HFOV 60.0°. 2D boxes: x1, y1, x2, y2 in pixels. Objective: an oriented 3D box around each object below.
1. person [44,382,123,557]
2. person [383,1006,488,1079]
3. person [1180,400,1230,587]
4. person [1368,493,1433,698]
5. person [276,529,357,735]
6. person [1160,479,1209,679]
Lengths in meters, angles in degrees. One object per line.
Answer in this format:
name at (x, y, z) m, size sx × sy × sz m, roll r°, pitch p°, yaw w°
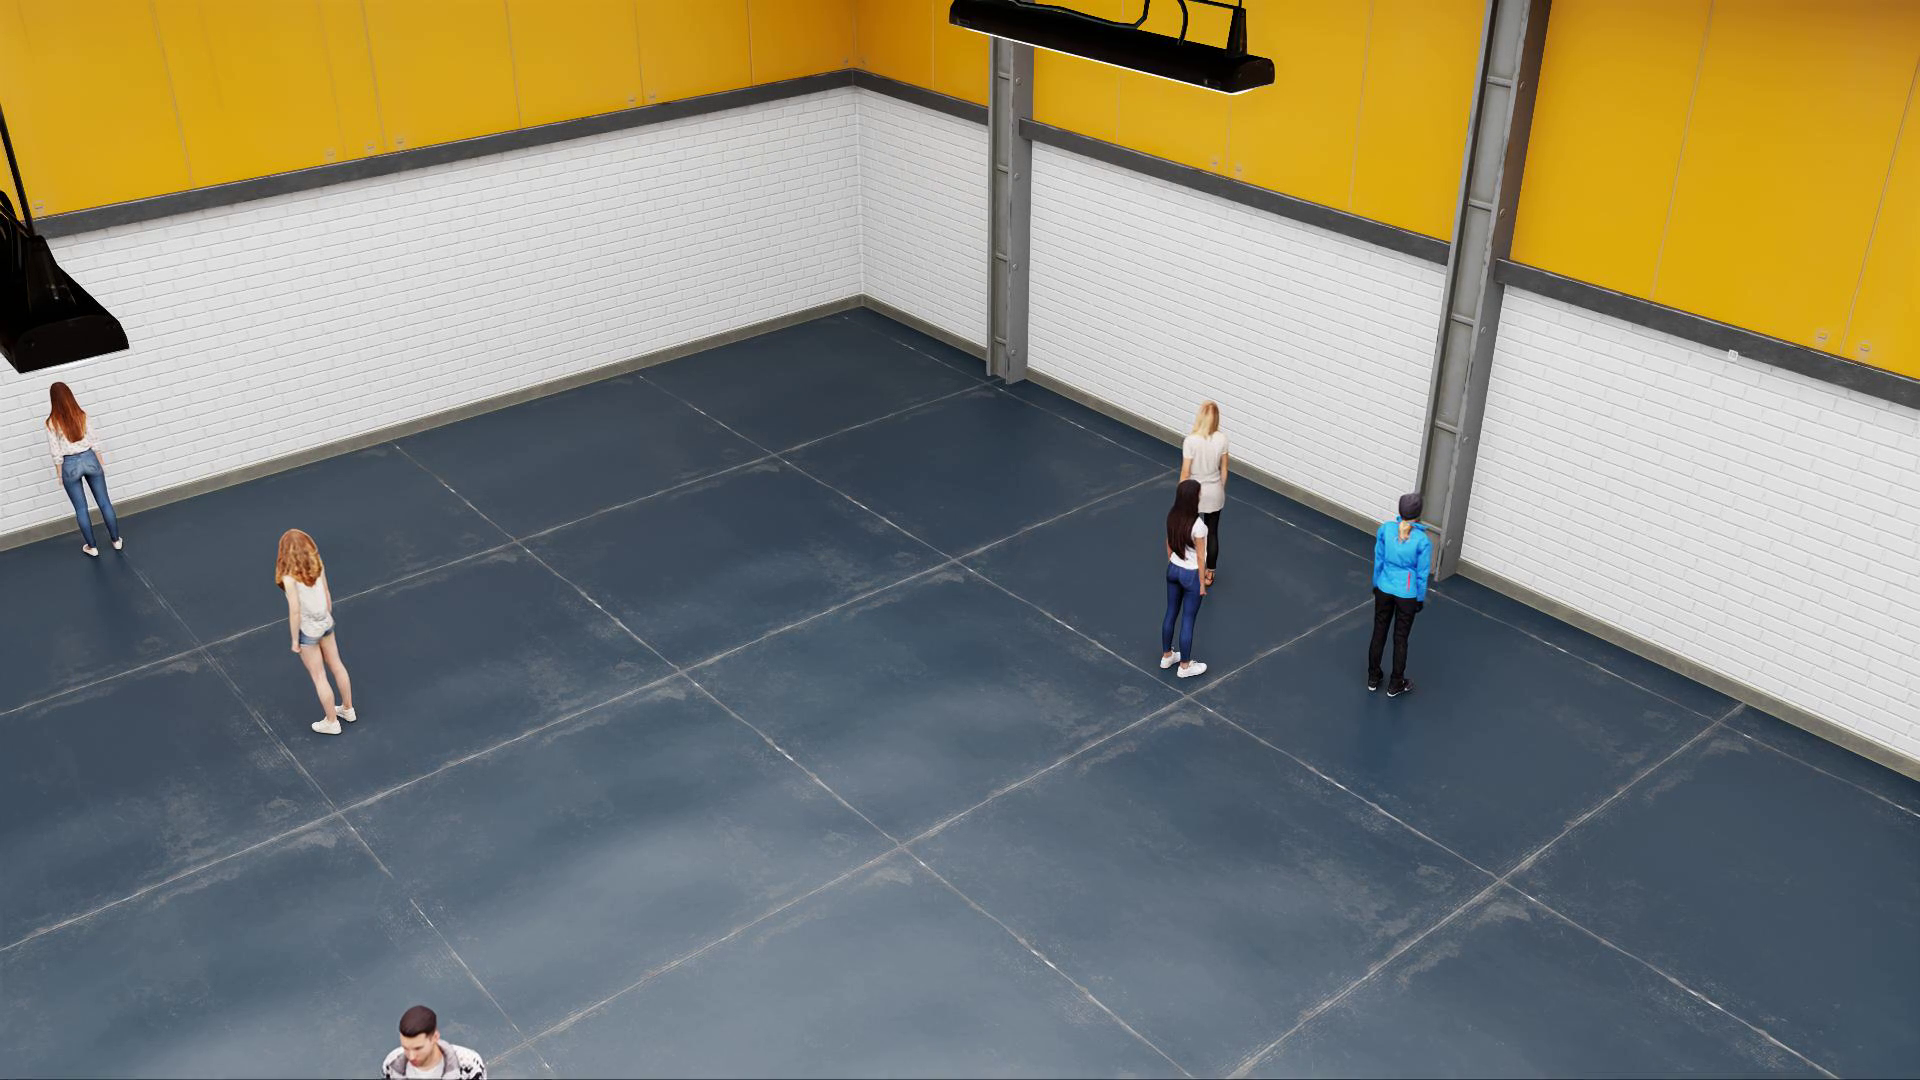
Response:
person at (-8.192, -0.672, 15.491) m, size 0.577 × 1.729 × 0.486 m, roll -21°, pitch 35°, yaw -34°
person at (-2.626, 3.071, 8.491) m, size 0.757 × 1.860 × 0.801 m, roll 1°, pitch 29°, yaw 1°
person at (2.178, -0.401, 14.891) m, size 0.675 × 1.827 × 0.680 m, roll -6°, pitch 29°, yaw -10°
person at (3.518, 0.435, 13.391) m, size 0.505 × 1.795 × 0.704 m, roll 22°, pitch 36°, yaw 35°
person at (-5.004, 0.710, 12.926) m, size 0.655 × 1.759 × 0.660 m, roll 12°, pitch 31°, yaw 21°
person at (1.840, 0.307, 13.647) m, size 0.661 × 1.775 × 0.476 m, roll -18°, pitch 34°, yaw -30°
